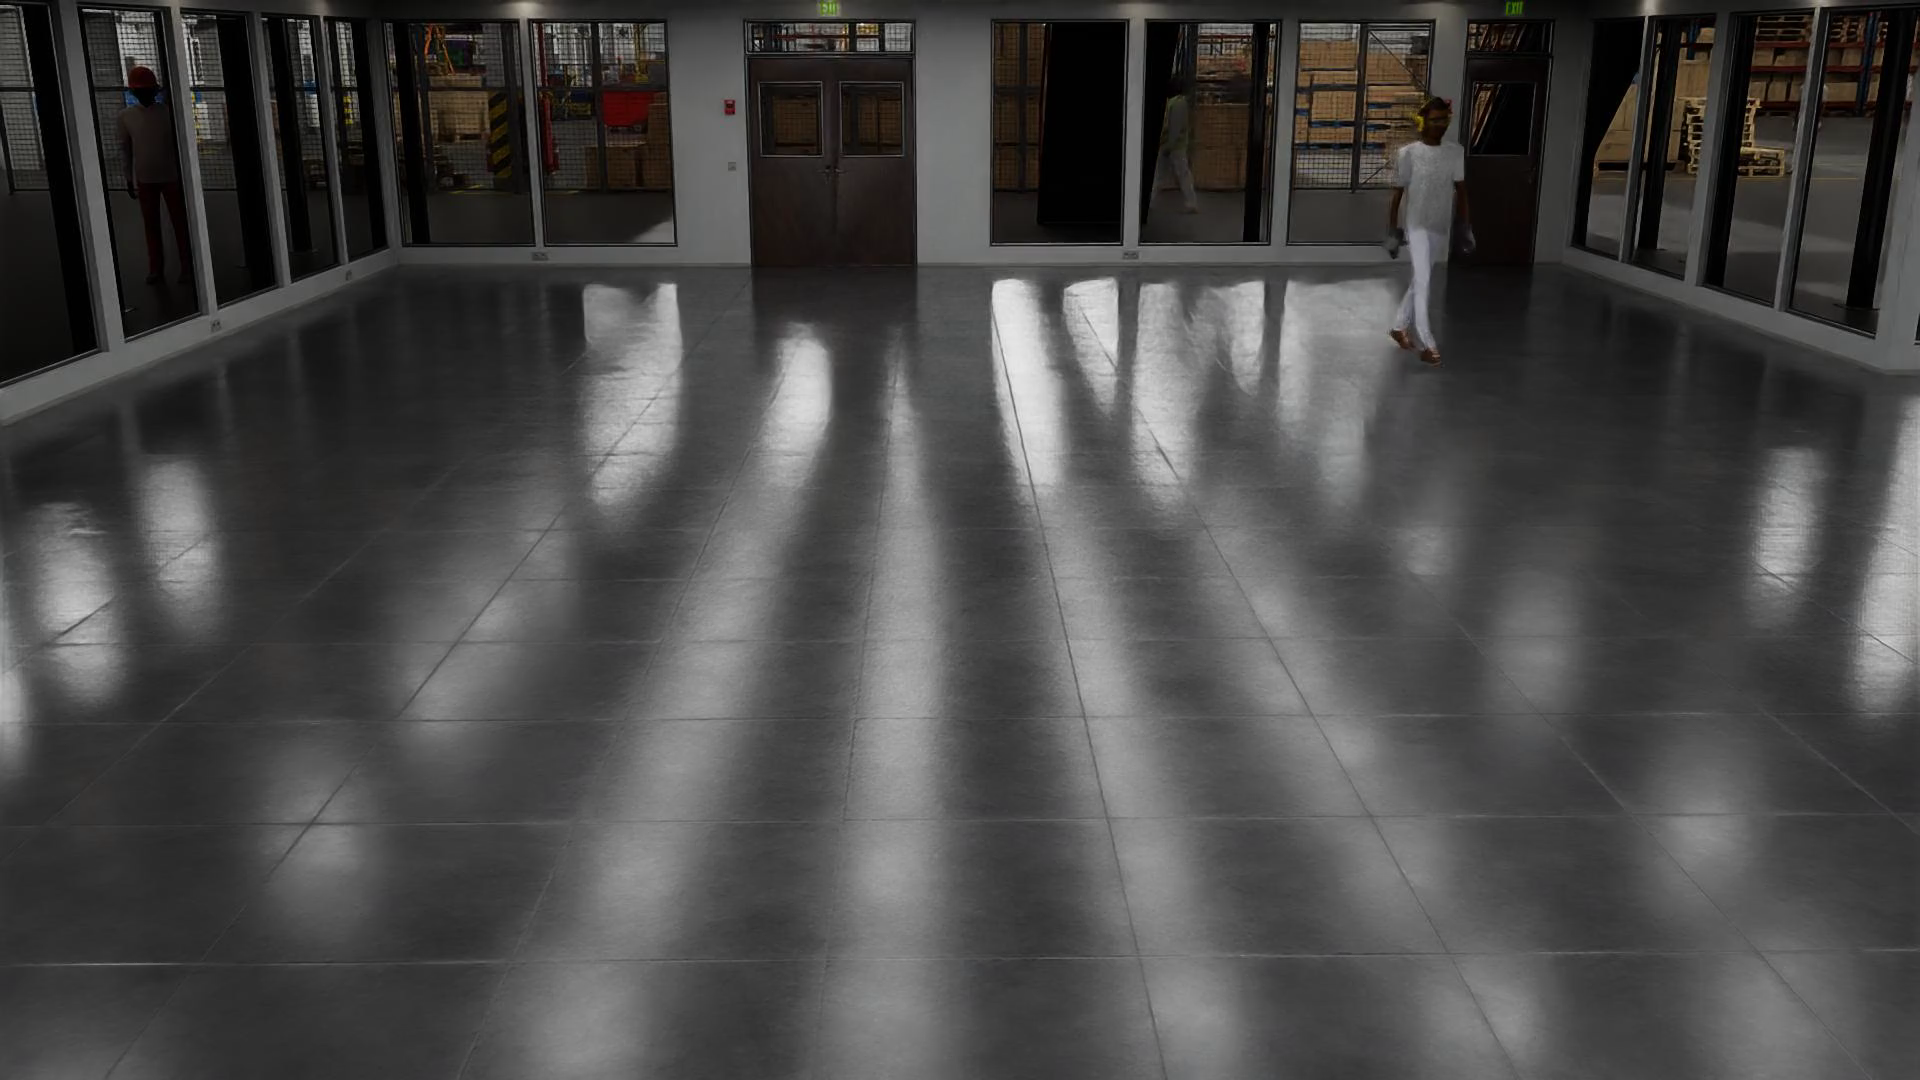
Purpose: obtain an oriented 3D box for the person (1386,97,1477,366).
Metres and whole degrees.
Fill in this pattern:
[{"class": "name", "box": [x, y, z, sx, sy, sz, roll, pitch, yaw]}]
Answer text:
[{"class": "person", "box": [3.289, -2.187, 11.718, 0.533, 1.823, 0.989, -4, 17, -15]}]
